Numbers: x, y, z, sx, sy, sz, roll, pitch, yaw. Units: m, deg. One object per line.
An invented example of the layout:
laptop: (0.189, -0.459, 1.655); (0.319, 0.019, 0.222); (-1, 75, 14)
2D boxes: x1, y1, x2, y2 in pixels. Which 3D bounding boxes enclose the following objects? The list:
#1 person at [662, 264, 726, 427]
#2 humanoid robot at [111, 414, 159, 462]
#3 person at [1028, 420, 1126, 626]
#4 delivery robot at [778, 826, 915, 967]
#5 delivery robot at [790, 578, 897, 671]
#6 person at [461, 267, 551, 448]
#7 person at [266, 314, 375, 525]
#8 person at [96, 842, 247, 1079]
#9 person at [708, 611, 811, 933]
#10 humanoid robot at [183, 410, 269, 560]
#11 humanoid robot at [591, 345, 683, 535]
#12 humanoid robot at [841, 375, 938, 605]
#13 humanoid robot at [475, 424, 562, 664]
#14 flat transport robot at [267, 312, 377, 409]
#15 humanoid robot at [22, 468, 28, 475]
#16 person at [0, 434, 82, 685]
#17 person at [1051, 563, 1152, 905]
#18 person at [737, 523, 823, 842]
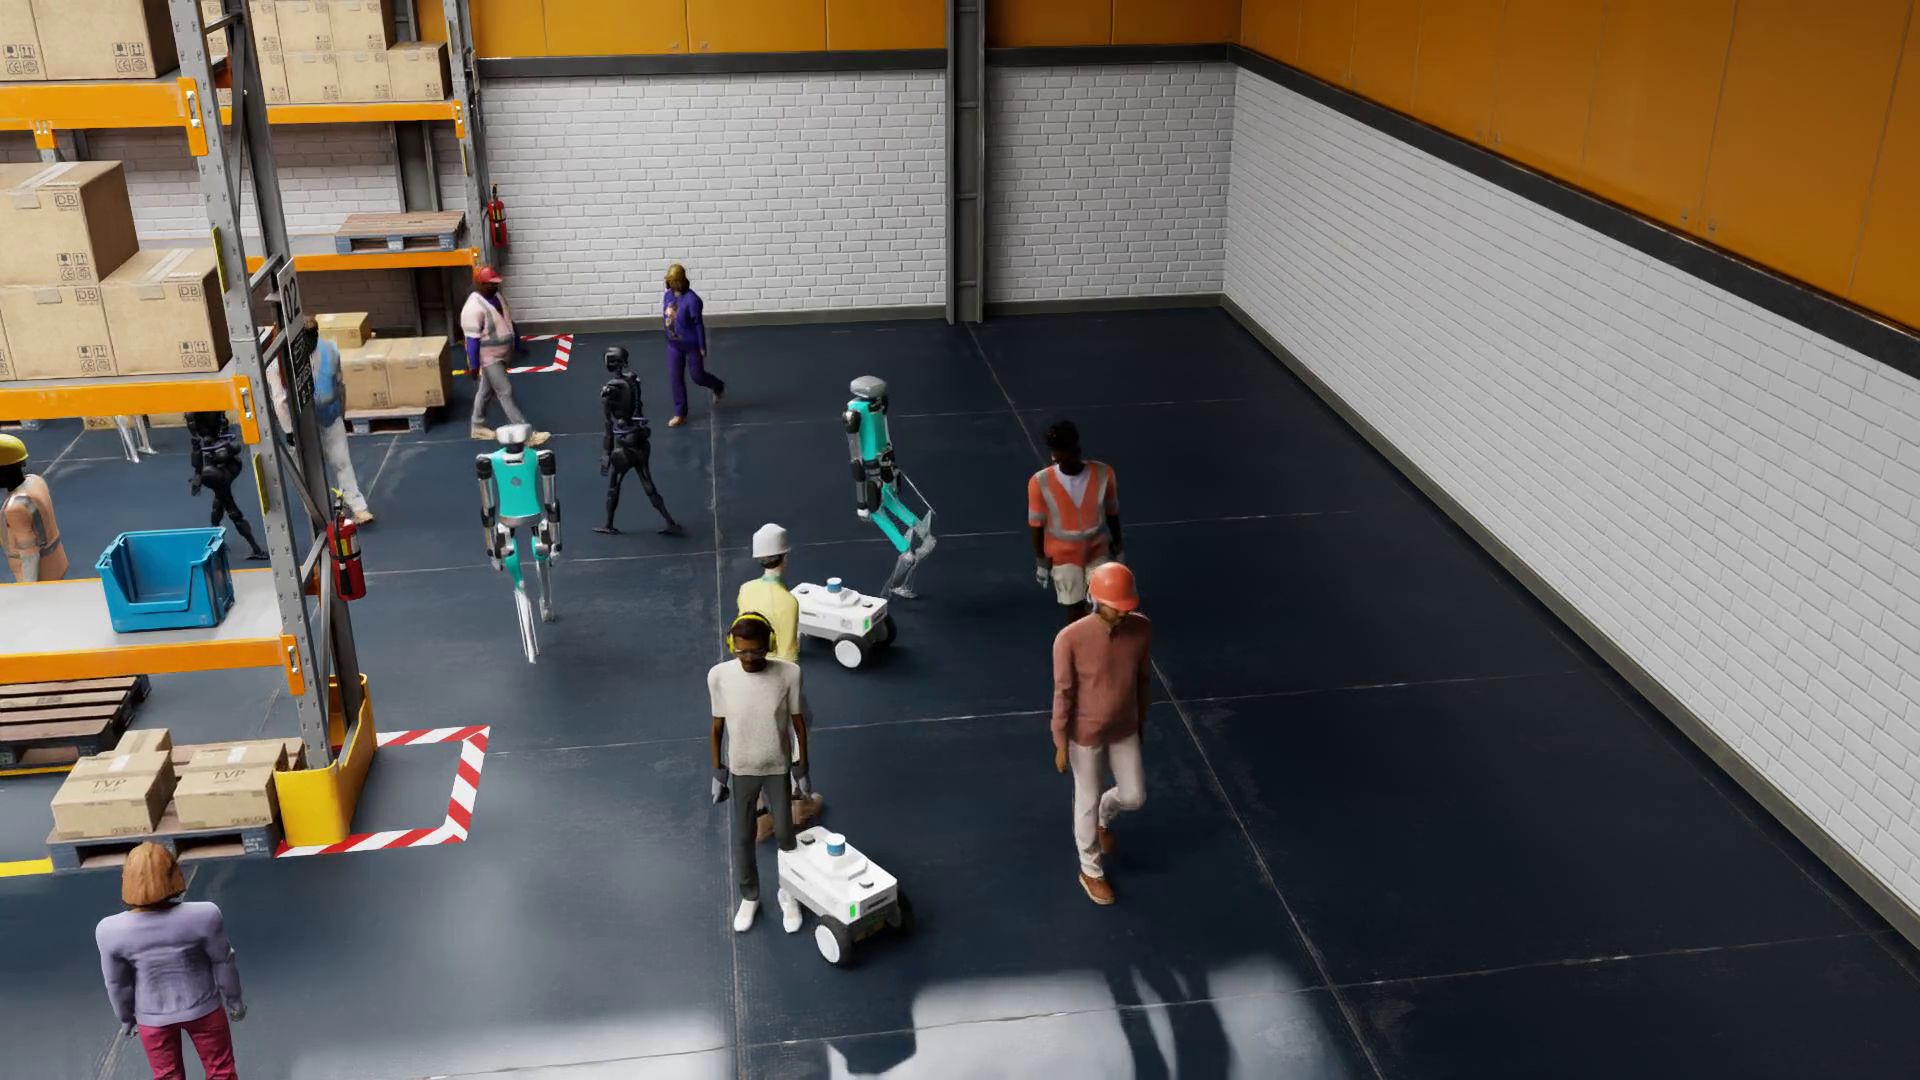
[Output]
person: (-2.600, -1.931, 16.135); (0.466, 1.596, 0.666); (13, 27, 27)
humanoid robot: (-7.631, -1.576, 15.170); (0.717, 1.794, 0.541); (16, 28, 31)
person: (0.787, 0.093, 11.116); (0.685, 1.930, 0.421); (-4, 24, -9)
delivery robot: (-0.640, 1.850, 8.831); (0.499, 0.598, 0.791); (-19, 30, -37)
delivery robot: (-0.851, 0.571, 11.760); (0.782, 0.610, 0.510); (11, 26, 23)
person: (-4.276, -1.710, 15.496); (0.909, 1.702, 0.623); (5, 24, 11)
person: (-5.274, -0.959, 13.675); (0.638, 1.800, 0.919); (-19, 30, -37)
person: (-3.327, 2.014, 7.108); (0.506, 1.630, 0.266); (-7, 25, -16)
person: (-1.039, 1.210, 8.670); (0.518, 1.858, 0.341); (-1, 24, -2)
humanoid robot: (-5.895, -0.613, 13.072); (0.720, 1.634, 0.612); (1, 24, 3)
humanoid robot: (-2.686, -0.791, 13.507); (0.779, 1.628, 0.608); (8, 25, 17)
humanoid robot: (-0.462, -0.316, 12.304); (0.751, 1.786, 0.537); (11, 26, 24)
humanoid robot: (-3.076, -0.078, 11.777); (0.538, 1.774, 0.949); (-5, 24, -11)
flat transport robot: (-6.449, -1.498, 16.810); (1.431, 0.231, 0.659); (-3, 24, -7)
humanoid robot: (-8.567, -1.148, 14.322); (0.761, 1.638, 0.603); (-22, 32, -40)
person: (-6.012, 0.223, 10.827); (0.366, 1.928, 0.585); (-7, 25, -15)
person: (0.758, 1.006, 8.979); (0.629, 1.976, 0.509); (-10, 25, -21)
person: (-1.081, 0.824, 9.569); (0.507, 1.838, 0.640); (16, 29, 33)
